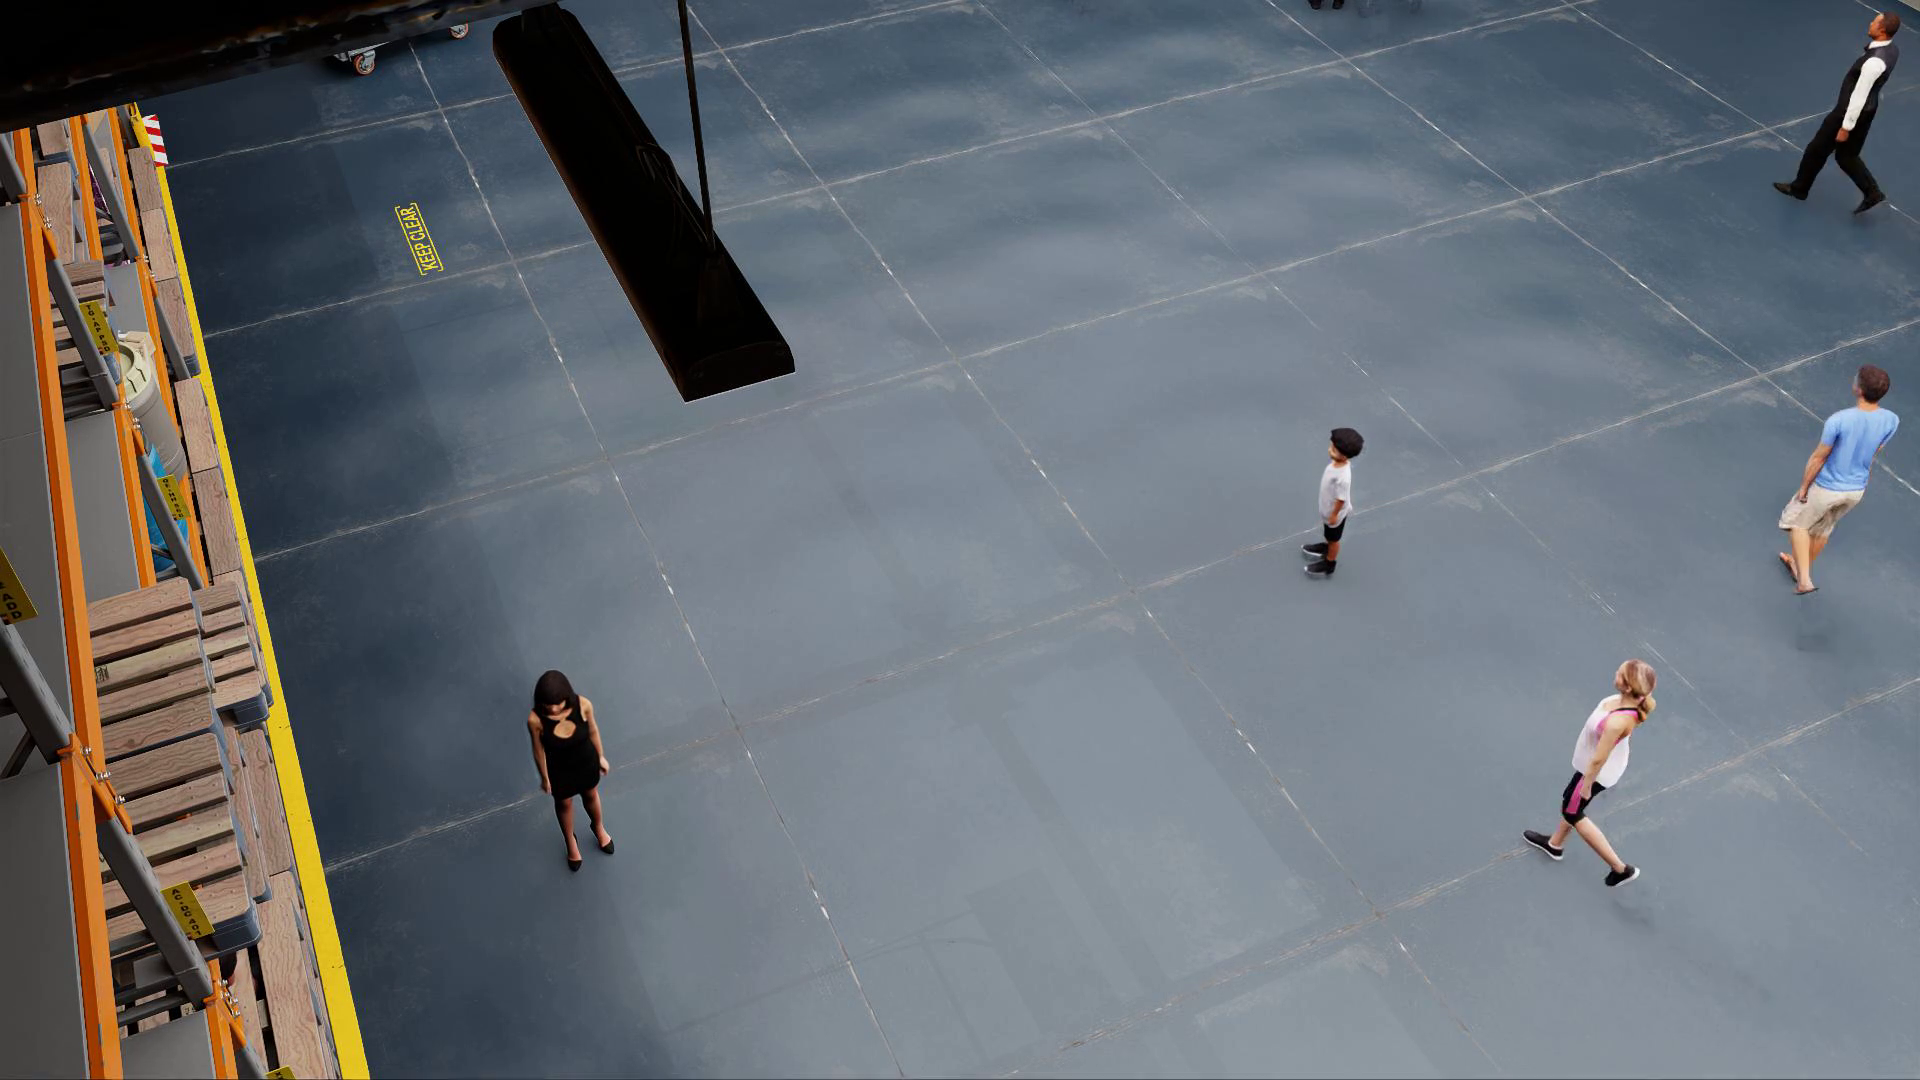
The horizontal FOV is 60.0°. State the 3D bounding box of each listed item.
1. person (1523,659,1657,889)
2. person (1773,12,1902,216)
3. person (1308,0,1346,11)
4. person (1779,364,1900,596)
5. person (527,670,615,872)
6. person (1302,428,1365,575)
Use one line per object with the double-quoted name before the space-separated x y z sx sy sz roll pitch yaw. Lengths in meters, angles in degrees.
"person" 3.759 1.370 9.598 1.023 1.771 0.813 34 53 31
"person" 8.095 -3.774 14.912 1.296 1.887 0.995 33 53 30
"person" 4.086 -6.684 17.939 0.886 1.926 0.871 3 44 3
"person" 5.985 -0.316 11.315 0.850 1.842 0.988 2 44 2
"person" -2.282 1.314 9.747 0.554 1.645 0.482 -19 47 -19
"person" 2.647 -0.283 11.704 0.627 1.257 0.537 3 44 3
